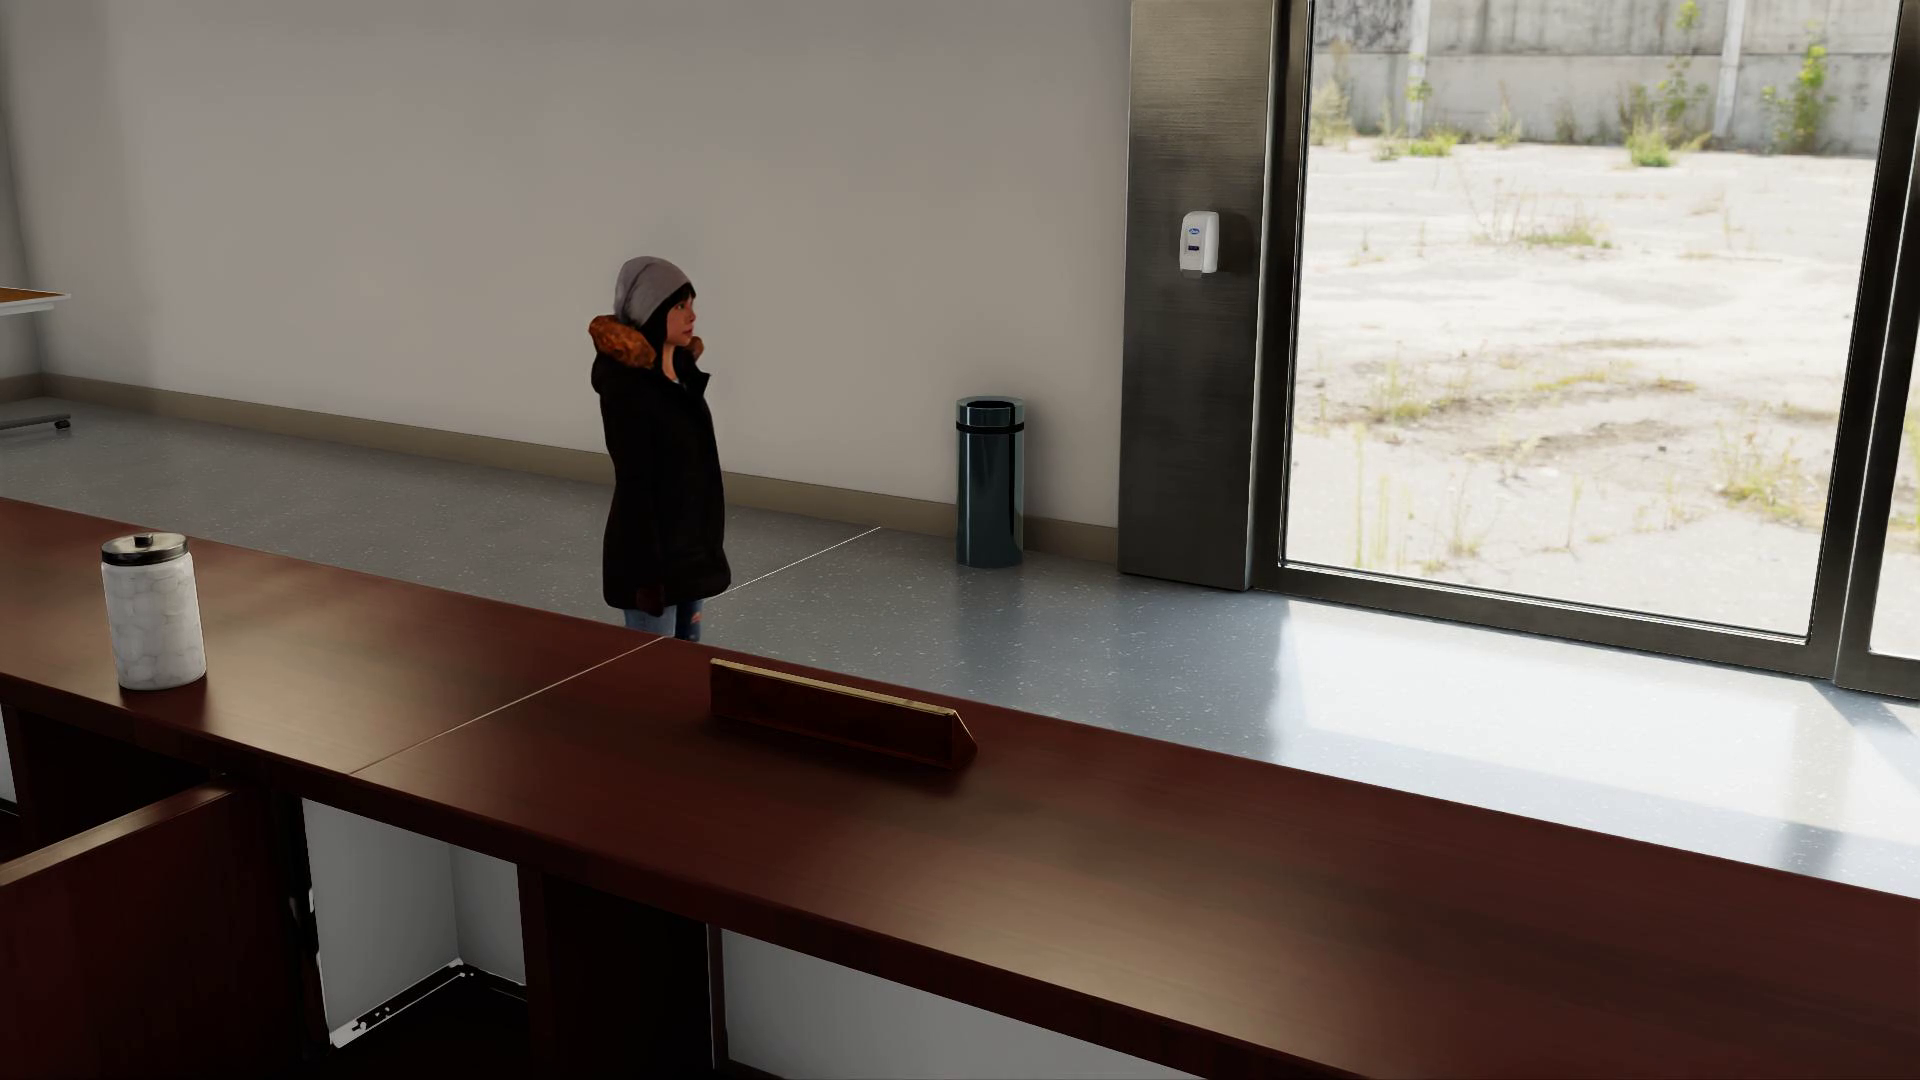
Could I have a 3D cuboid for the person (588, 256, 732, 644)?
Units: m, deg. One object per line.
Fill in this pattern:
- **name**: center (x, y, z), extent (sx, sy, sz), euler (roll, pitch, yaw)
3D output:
- **person**: center (-0.839, 0.019, 4.668), extent (0.747, 1.634, 0.634), euler (3, 16, 11)
